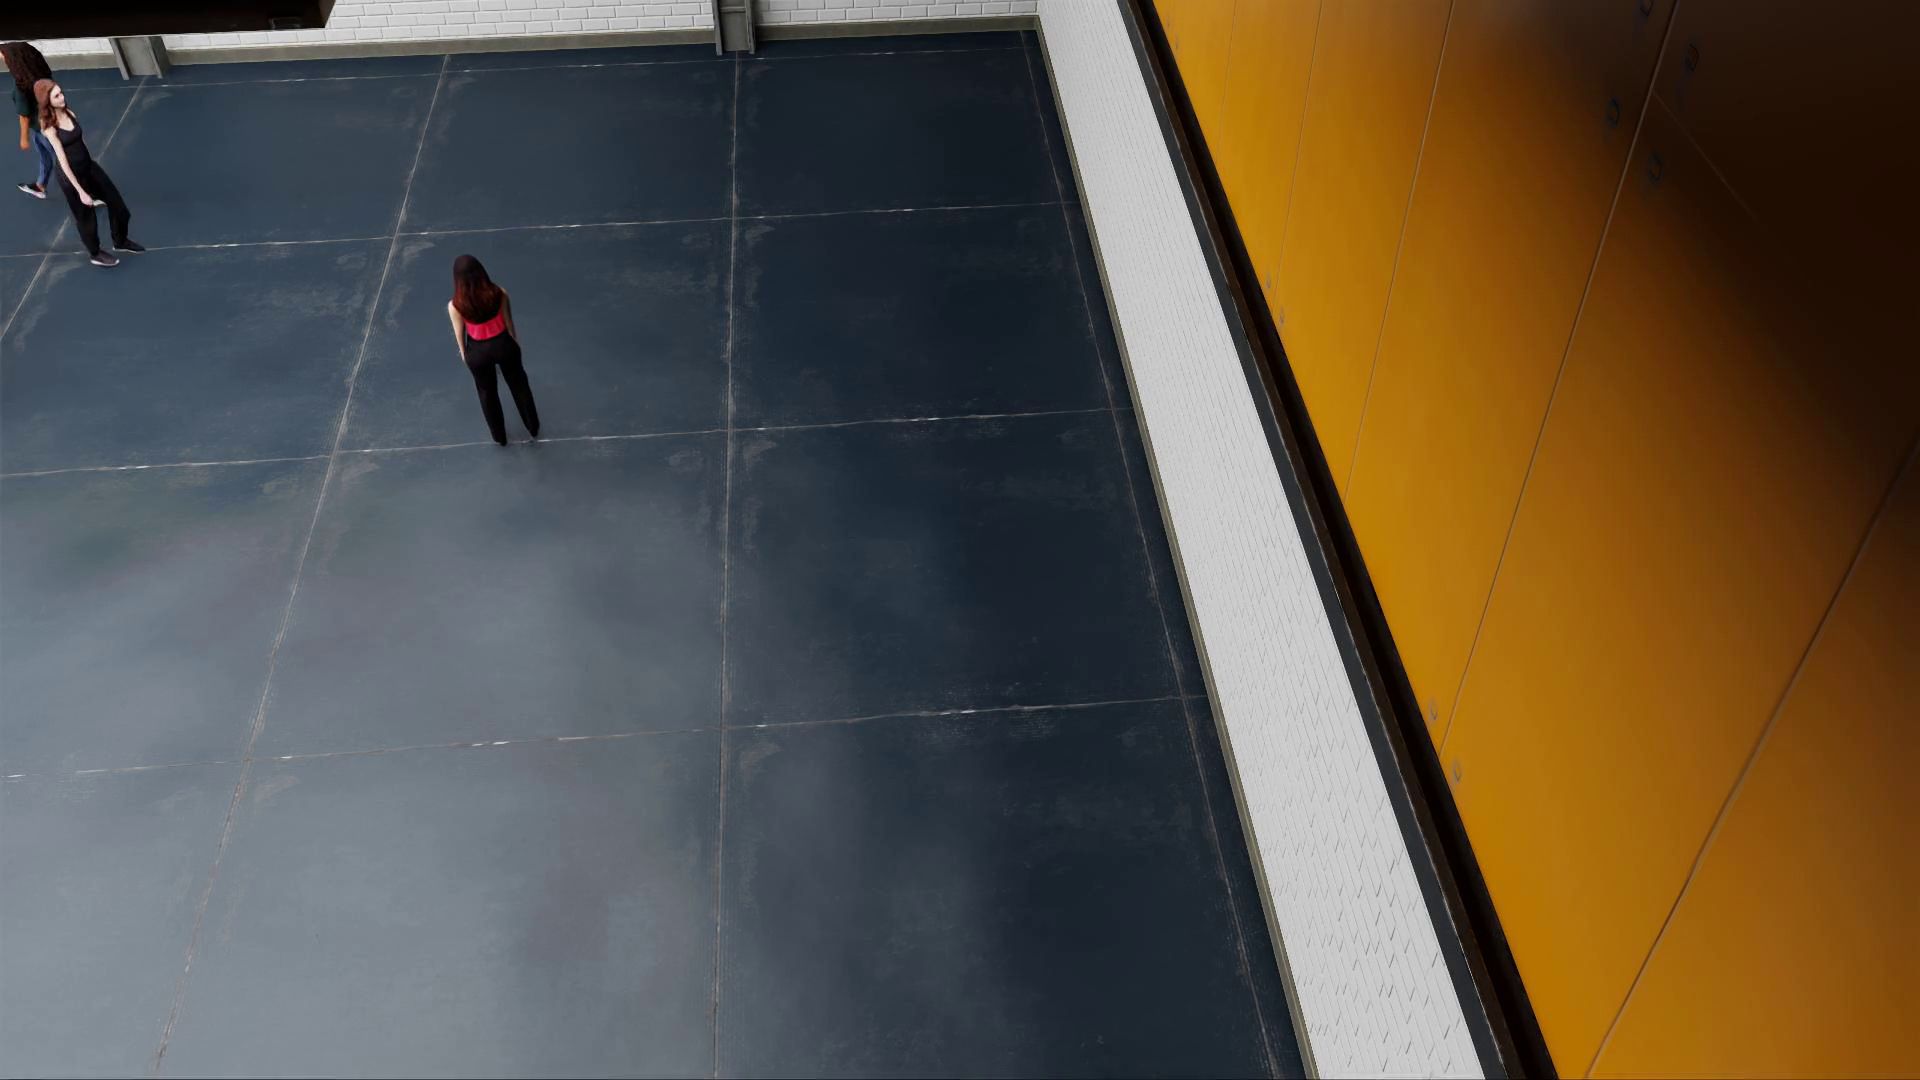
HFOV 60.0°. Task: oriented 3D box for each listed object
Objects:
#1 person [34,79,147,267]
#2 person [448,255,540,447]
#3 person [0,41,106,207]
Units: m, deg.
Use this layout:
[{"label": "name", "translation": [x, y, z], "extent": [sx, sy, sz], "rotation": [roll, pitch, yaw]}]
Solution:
[{"label": "person", "translation": [-7.475, -3.054, 13.935], "extent": [0.776, 1.730, 0.697], "rotation": [8, 44, 9]}, {"label": "person", "translation": [-3.441, -1.379, 12.227], "extent": [0.587, 1.660, 0.723], "rotation": [-17, 46, -17]}, {"label": "person", "translation": [-7.951, -3.623, 14.643], "extent": [1.058, 1.578, 0.619], "rotation": [-2, 44, -2]}]
